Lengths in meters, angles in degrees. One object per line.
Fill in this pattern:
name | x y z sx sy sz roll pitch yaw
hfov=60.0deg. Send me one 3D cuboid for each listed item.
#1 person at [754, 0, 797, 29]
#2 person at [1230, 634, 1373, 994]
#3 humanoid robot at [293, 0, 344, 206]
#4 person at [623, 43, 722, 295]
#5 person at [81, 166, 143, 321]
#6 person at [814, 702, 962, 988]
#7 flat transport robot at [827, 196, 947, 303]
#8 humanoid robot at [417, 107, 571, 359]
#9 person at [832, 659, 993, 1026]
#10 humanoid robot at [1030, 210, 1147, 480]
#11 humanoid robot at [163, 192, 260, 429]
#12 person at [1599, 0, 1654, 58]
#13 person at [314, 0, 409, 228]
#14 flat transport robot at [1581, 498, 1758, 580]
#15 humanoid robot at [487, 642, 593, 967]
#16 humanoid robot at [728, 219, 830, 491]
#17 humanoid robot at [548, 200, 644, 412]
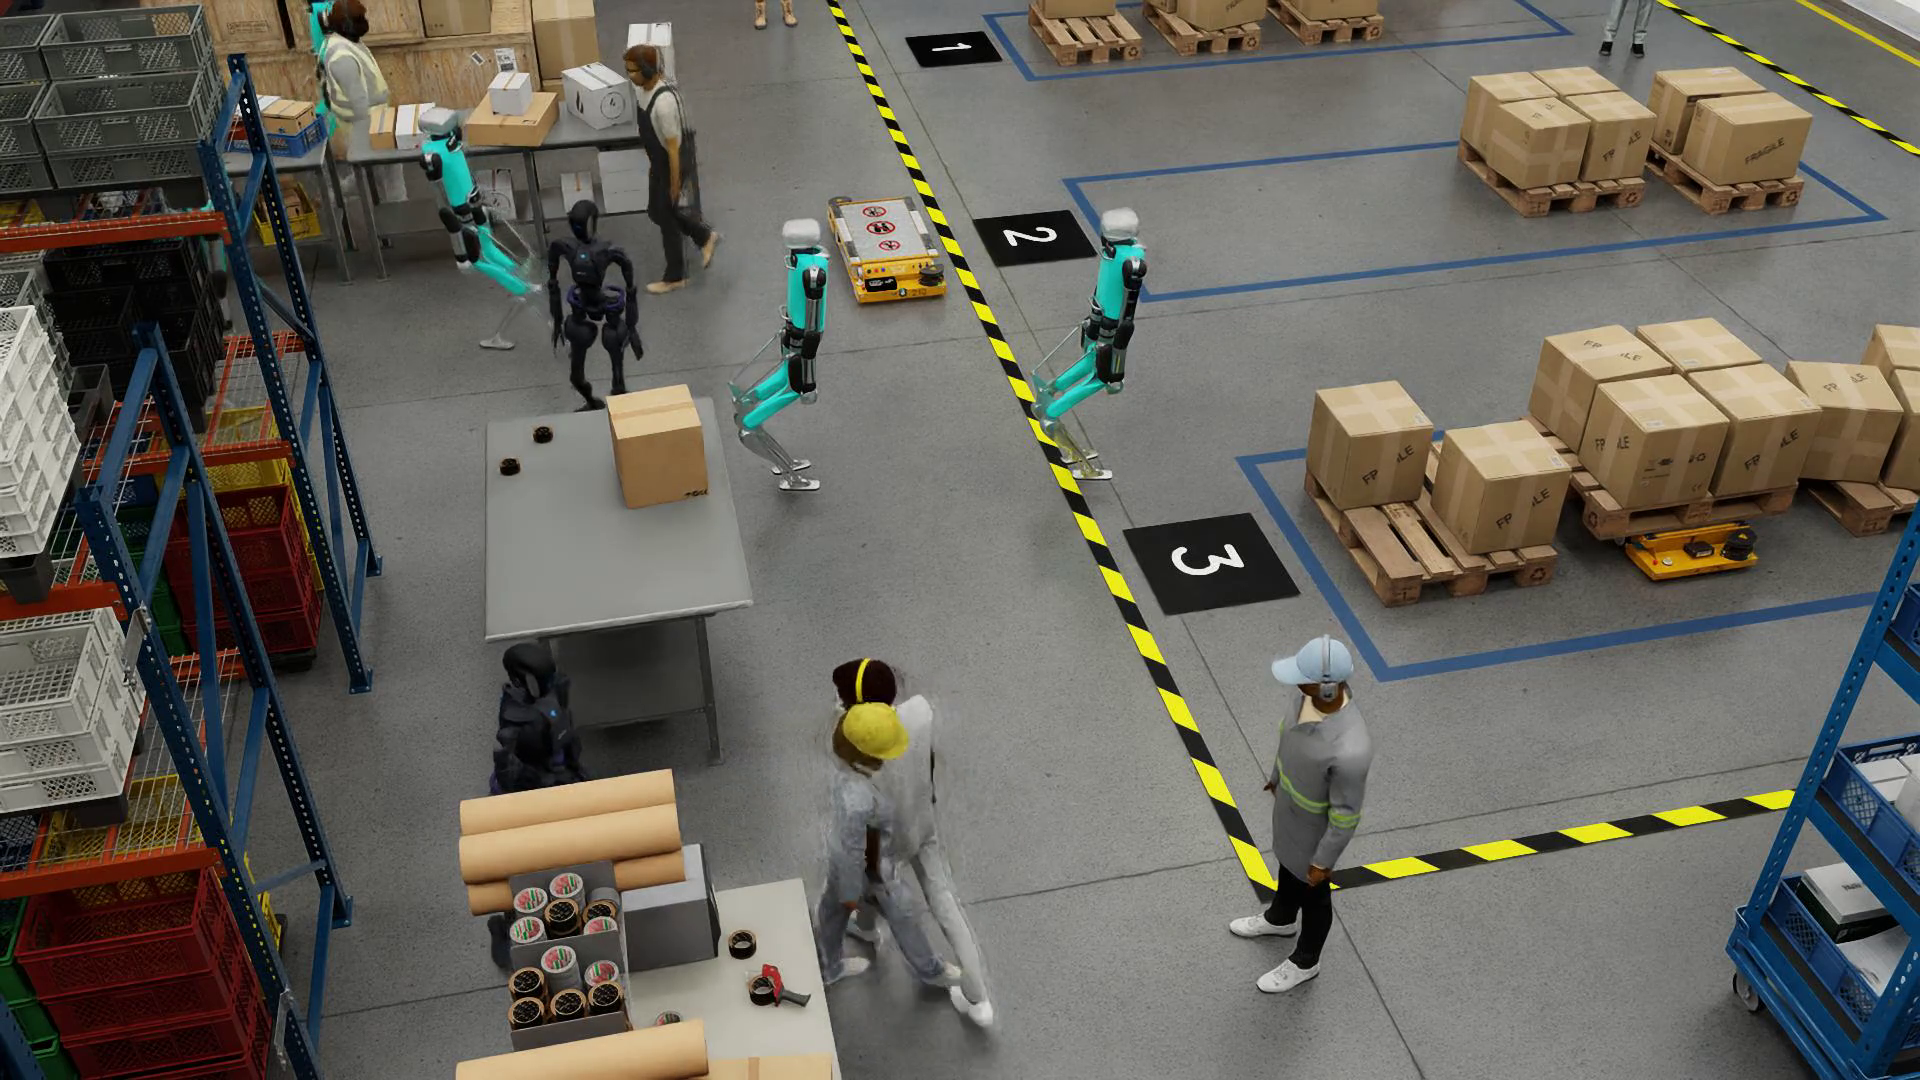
person | -1.833 -5.992 16.124 0.613 2.039 0.386 -8 37 -10
person | 1.382 1.106 6.744 0.393 1.848 0.587 -7 37 -9
humanoid robot | -5.107 -3.418 13.006 0.783 1.888 0.544 -15 39 -20
person | -2.042 -2.644 11.807 0.593 1.826 0.546 -18 40 -23
person | -5.739 -2.265 11.257 0.309 1.868 0.529 -8 37 -10
person | -0.274 1.232 6.692 0.792 1.702 0.501 -6 37 -9
flat transport robot | -0.570 -2.220 12.538 0.659 0.231 1.431 -8 37 -10
humanoid robot | -2.972 -1.969 11.001 0.913 1.808 0.551 2 37 3
person | -0.215 1.169 6.689 0.990 1.810 0.582 27 45 32
humanoid robot | 0.681 -1.107 9.701 0.735 1.674 0.533 -7 37 -10
humanoid robot | -4.818 -1.316 10.137 0.902 1.816 0.546 -26 44 -30
person | 6.430 -5.442 15.556 0.590 1.833 0.404 9 38 12
person | -4.548 -3.155 12.499 0.735 1.814 0.617 -5 37 -7
flat transport robot | 4.062 -0.294 9.926 0.652 0.197 1.431 -8 37 -10
humanoid robot | -1.807 1.070 6.940 0.462 1.647 0.597 12 38 15
humanoid robot | -1.089 -1.041 9.611 0.735 1.676 0.533 -8 37 -10
humanoid robot | -2.223 -1.356 10.198 0.587 1.645 0.411 4 37 6
